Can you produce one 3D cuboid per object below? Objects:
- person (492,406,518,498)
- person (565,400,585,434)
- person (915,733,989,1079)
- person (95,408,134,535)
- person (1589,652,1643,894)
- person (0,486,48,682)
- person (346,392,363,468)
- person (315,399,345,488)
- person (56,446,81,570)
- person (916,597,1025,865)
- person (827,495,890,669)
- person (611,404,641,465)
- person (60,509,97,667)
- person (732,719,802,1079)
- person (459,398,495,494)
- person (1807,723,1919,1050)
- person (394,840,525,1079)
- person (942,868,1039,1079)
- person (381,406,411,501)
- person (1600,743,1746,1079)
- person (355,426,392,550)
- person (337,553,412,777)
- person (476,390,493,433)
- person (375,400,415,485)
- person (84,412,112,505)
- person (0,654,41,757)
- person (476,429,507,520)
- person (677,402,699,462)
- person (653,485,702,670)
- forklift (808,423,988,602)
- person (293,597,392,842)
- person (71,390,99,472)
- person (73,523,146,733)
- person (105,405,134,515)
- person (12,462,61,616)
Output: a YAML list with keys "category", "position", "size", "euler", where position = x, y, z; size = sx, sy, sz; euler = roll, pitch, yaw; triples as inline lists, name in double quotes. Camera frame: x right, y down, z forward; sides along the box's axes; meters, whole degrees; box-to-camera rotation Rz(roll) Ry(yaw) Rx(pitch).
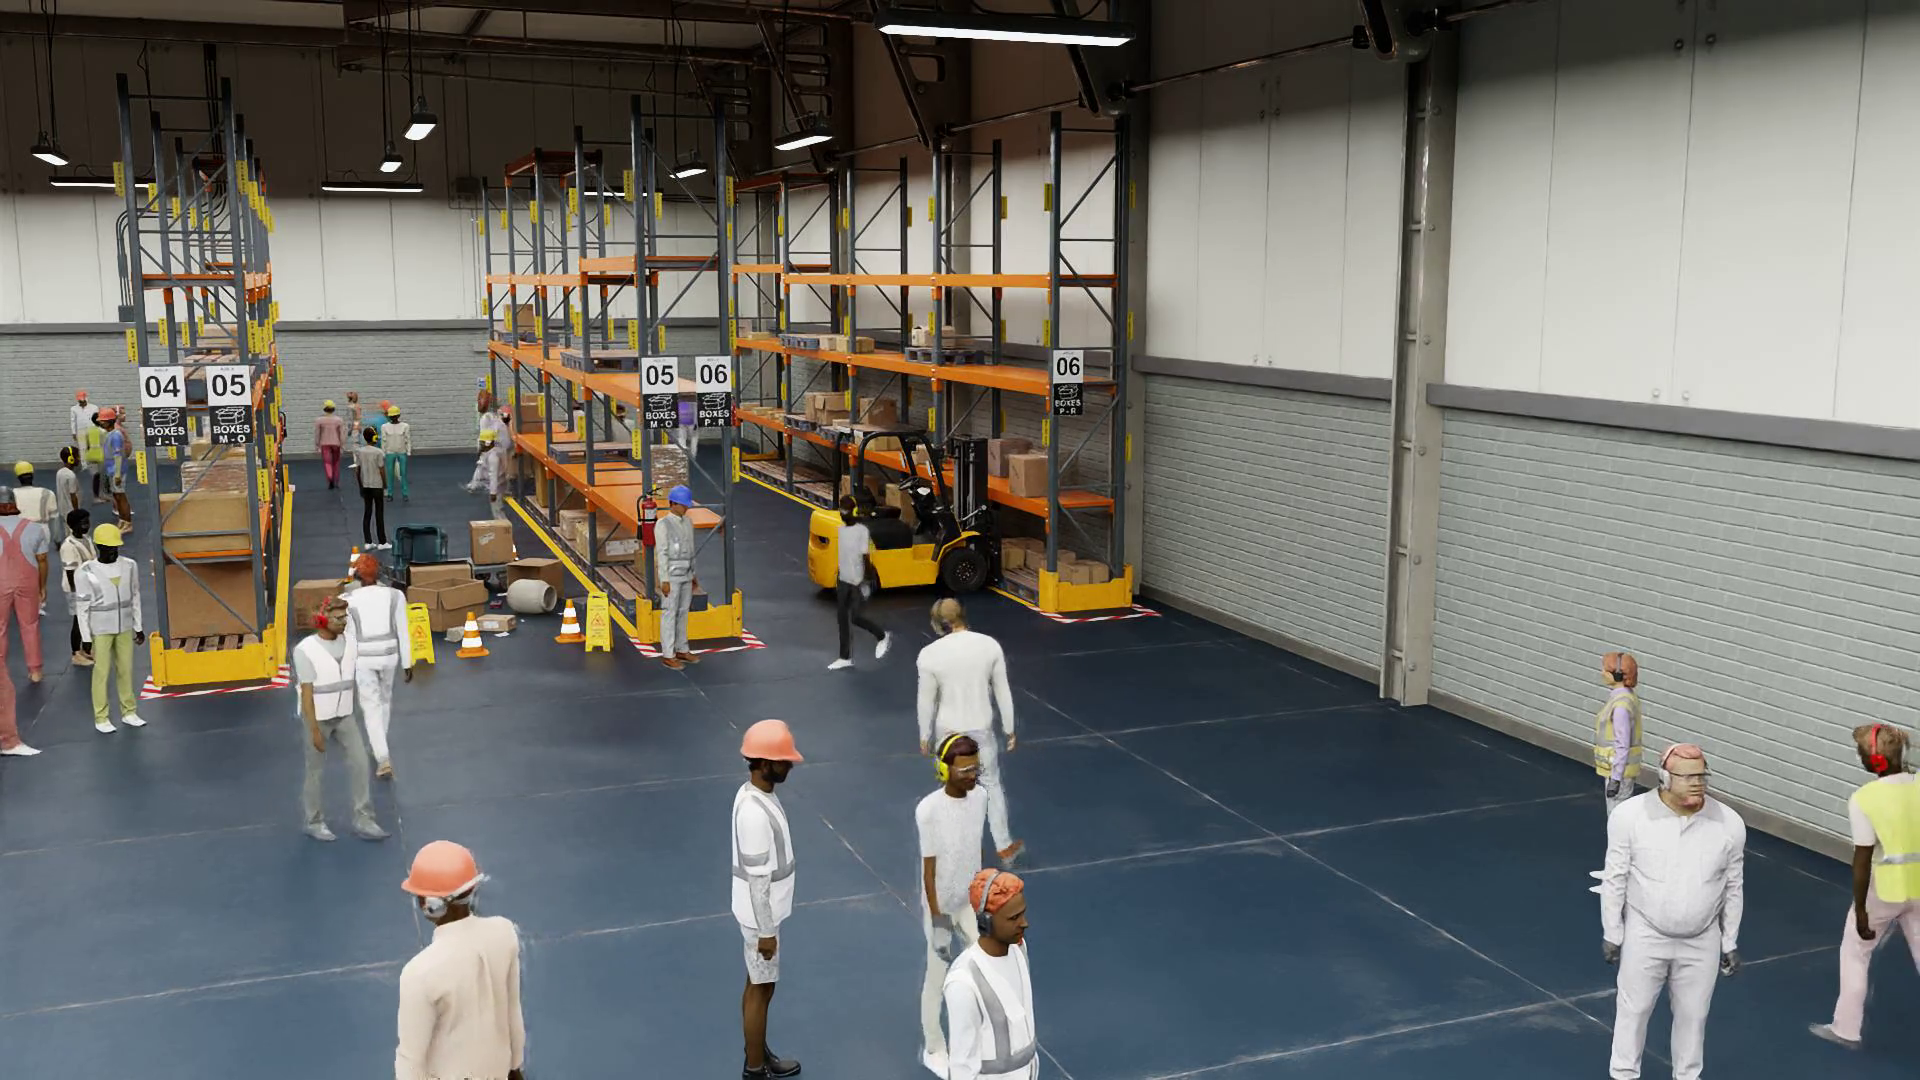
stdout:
- category: "person"
  position: [-8.408, -1.633, 30.940]
  size: [0.722, 1.712, 0.570]
  euler: [3, 9, 16]
- category: "person"
  position: [-7.891, -2.098, 34.130]
  size: [0.285, 1.631, 0.502]
  euler: [7, 11, 37]
- category: "person"
  position: [0.020, 1.888, 8.372]
  size: [0.517, 1.842, 0.717]
  euler: [-7, 11, -38]
- category: "person"
  position: [-13.539, -1.095, 26.587]
  size: [0.411, 2.034, 0.603]
  euler: [-8, 12, -39]
- category: "person"
  position: [4.392, 1.555, 11.122]
  size: [0.311, 1.638, 0.523]
  euler: [4, 10, 22]
- category: "person"
  position: [-9.622, 0.446, 16.837]
  size: [0.686, 2.000, 0.535]
  euler: [-8, 12, -40]
- category: "person"
  position: [-13.066, -2.382, 35.894]
  size: [0.311, 1.641, 0.515]
  euler: [0, 9, 1]
- category: "person"
  position: [-12.194, -1.844, 32.225]
  size: [0.539, 1.756, 0.693]
  euler: [-4, 10, -25]
- category: "person"
  position: [-11.891, -0.326, 22.269]
  size: [0.519, 1.865, 0.317]
  euler: [9, 13, 44]
- category: "person"
  position: [0.060, 1.344, 11.652]
  size: [0.736, 1.895, 0.476]
  euler: [-3, 9, -16]
- category: "person"
  position: [-1.094, 0.429, 17.553]
  size: [0.682, 1.852, 0.522]
  euler: [-8, 12, -42]
- category: "person"
  position: [-6.123, -1.591, 30.349]
  size: [0.575, 1.826, 0.848]
  euler: [-3, 10, -21]
- category: "person"
  position: [-9.304, 0.502, 17.605]
  size: [0.320, 1.685, 0.539]
  euler: [-1, 9, -4]
- category: "person"
  position: [-0.964, 1.846, 8.352]
  size: [0.360, 1.937, 0.542]
  euler: [-1, 9, -7]
- category: "person"
  position: [-8.947, -1.746, 31.262]
  size: [1.018, 1.830, 0.597]
  euler: [-1, 9, -5]
- category: "person"
  position: [4.915, 1.876, 8.620]
  size: [0.610, 1.806, 0.809]
  euler: [-2, 9, -10]
- category: "person"
  position: [-1.951, 2.126, 6.521]
  size: [0.901, 1.964, 0.631]
  euler: [4, 10, 23]
- category: "person"
  position: [0.133, 2.180, 6.420]
  size: [0.346, 1.882, 0.584]
  euler: [4, 10, 22]
- category: "person"
  position: [-10.332, -1.584, 30.490]
  size: [0.528, 1.764, 0.330]
  euler: [-2, 9, -15]
- category: "person"
  position: [3.432, 1.910, 8.027]
  size: [0.651, 1.913, 0.410]
  euler: [2, 9, 11]
- category: "person"
  position: [-8.849, -0.781, 25.097]
  size: [0.518, 1.874, 0.327]
  euler: [3, 9, 17]
- category: "person"
  position: [-4.883, 1.019, 13.875]
  size: [0.583, 1.845, 0.984]
  euler: [-6, 11, -31]
- category: "person"
  position: [-10.450, -2.494, 36.623]
  size: [0.279, 1.633, 0.501]
  euler: [6, 11, 33]
- category: "person"
  position: [-11.105, -1.866, 32.414]
  size: [0.853, 1.704, 0.558]
  euler: [3, 9, 17]
- category: "person"
  position: [-15.494, -1.480, 30.057]
  size: [0.549, 1.676, 0.564]
  euler: [2, 9, 13]
- category: "person"
  position: [-8.331, 0.974, 14.050]
  size: [0.642, 1.882, 0.682]
  euler: [0, 9, 0]
- category: "person"
  position: [-7.102, -0.776, 25.286]
  size: [0.439, 1.811, 0.600]
  euler: [-3, 9, -18]
- category: "person"
  position: [-6.031, -2.614, 36.776]
  size: [0.632, 1.819, 0.637]
  euler: [1, 9, 8]
- category: "person"
  position: [-2.975, 0.384, 17.543]
  size: [0.394, 1.942, 0.601]
  euler: [4, 10, 23]
- category: "forklift"
  position: [-0.830, -0.399, 21.676]
  size: [2.313, 2.155, 1.214]
  euler: [-4, 10, -21]
- category: "person"
  position: [-4.484, 1.319, 12.017]
  size: [0.768, 1.819, 0.582]
  euler: [5, 10, 29]
- category: "person"
  position: [-18.377, -2.284, 34.964]
  size: [0.577, 1.737, 0.354]
  euler: [-1, 9, -9]
- category: "person"
  position: [-7.680, 0.793, 15.064]
  size: [0.417, 1.917, 0.581]
  euler: [5, 10, 30]
- category: "person"
  position: [-14.543, -1.380, 28.801]
  size: [0.394, 1.899, 0.641]
  euler: [-6, 11, -32]
- category: "person"
  position: [-11.338, -0.020, 20.313]
  size: [0.602, 1.876, 1.003]
  euler: [-4, 10, -24]
